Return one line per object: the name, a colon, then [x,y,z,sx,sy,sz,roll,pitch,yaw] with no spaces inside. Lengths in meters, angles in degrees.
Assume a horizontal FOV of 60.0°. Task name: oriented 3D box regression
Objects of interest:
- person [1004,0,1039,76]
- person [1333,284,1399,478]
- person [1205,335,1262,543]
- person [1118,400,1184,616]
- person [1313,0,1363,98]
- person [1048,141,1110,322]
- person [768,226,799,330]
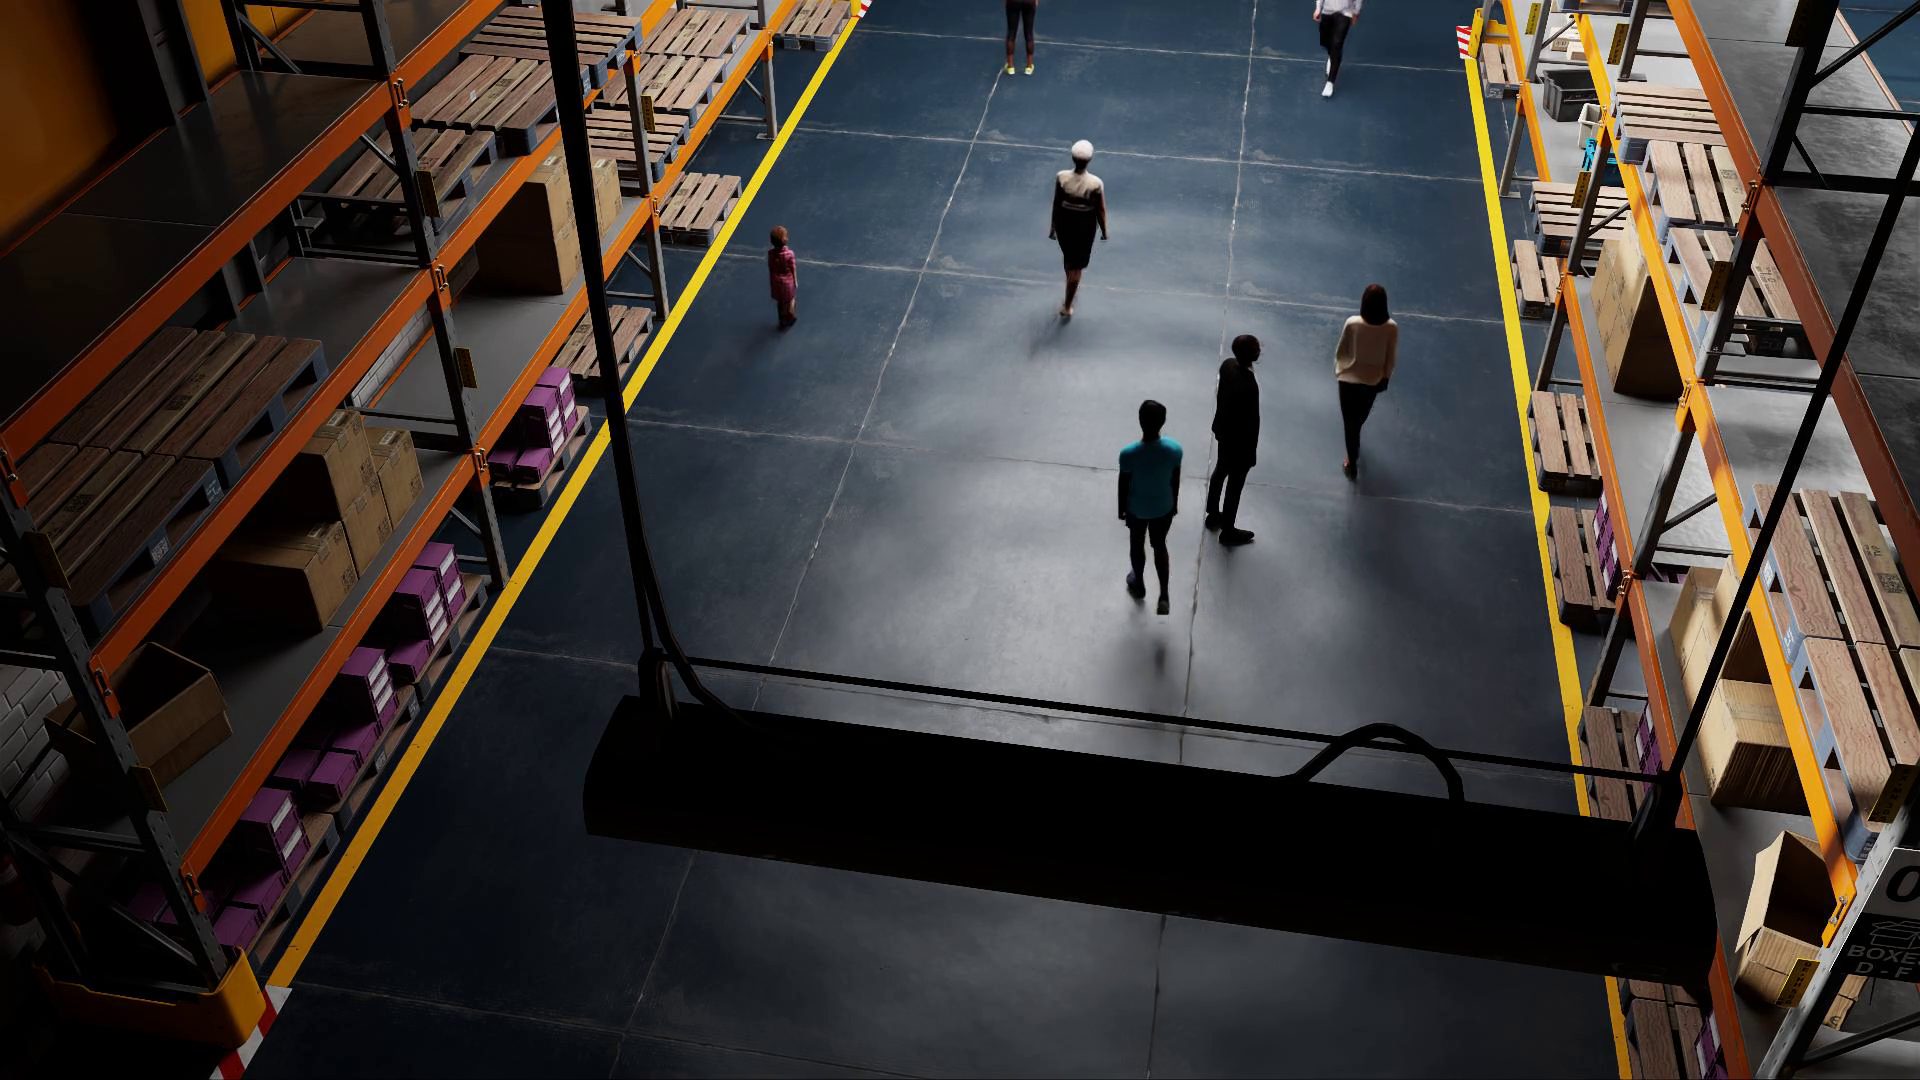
person: [0.721,-6.433,19.854,0.591,1.751,0.565,0,39,0]
person: [3.253,-1.252,13.446,0.702,1.651,1.029,1,39,2]
person: [2.110,-0.788,12.747,0.804,1.799,0.678,-12,40,-15]
person: [1.388,-0.178,12.016,0.810,1.759,1.015,-4,39,-5]
person: [4.442,-6.243,19.492,0.888,1.905,1.219,16,41,19]
person: [1.034,-2.795,15.313,0.785,1.732,0.943,15,41,18]
person: [-1.651,-2.410,15.405,0.430,1.017,0.450,7,39,8]
